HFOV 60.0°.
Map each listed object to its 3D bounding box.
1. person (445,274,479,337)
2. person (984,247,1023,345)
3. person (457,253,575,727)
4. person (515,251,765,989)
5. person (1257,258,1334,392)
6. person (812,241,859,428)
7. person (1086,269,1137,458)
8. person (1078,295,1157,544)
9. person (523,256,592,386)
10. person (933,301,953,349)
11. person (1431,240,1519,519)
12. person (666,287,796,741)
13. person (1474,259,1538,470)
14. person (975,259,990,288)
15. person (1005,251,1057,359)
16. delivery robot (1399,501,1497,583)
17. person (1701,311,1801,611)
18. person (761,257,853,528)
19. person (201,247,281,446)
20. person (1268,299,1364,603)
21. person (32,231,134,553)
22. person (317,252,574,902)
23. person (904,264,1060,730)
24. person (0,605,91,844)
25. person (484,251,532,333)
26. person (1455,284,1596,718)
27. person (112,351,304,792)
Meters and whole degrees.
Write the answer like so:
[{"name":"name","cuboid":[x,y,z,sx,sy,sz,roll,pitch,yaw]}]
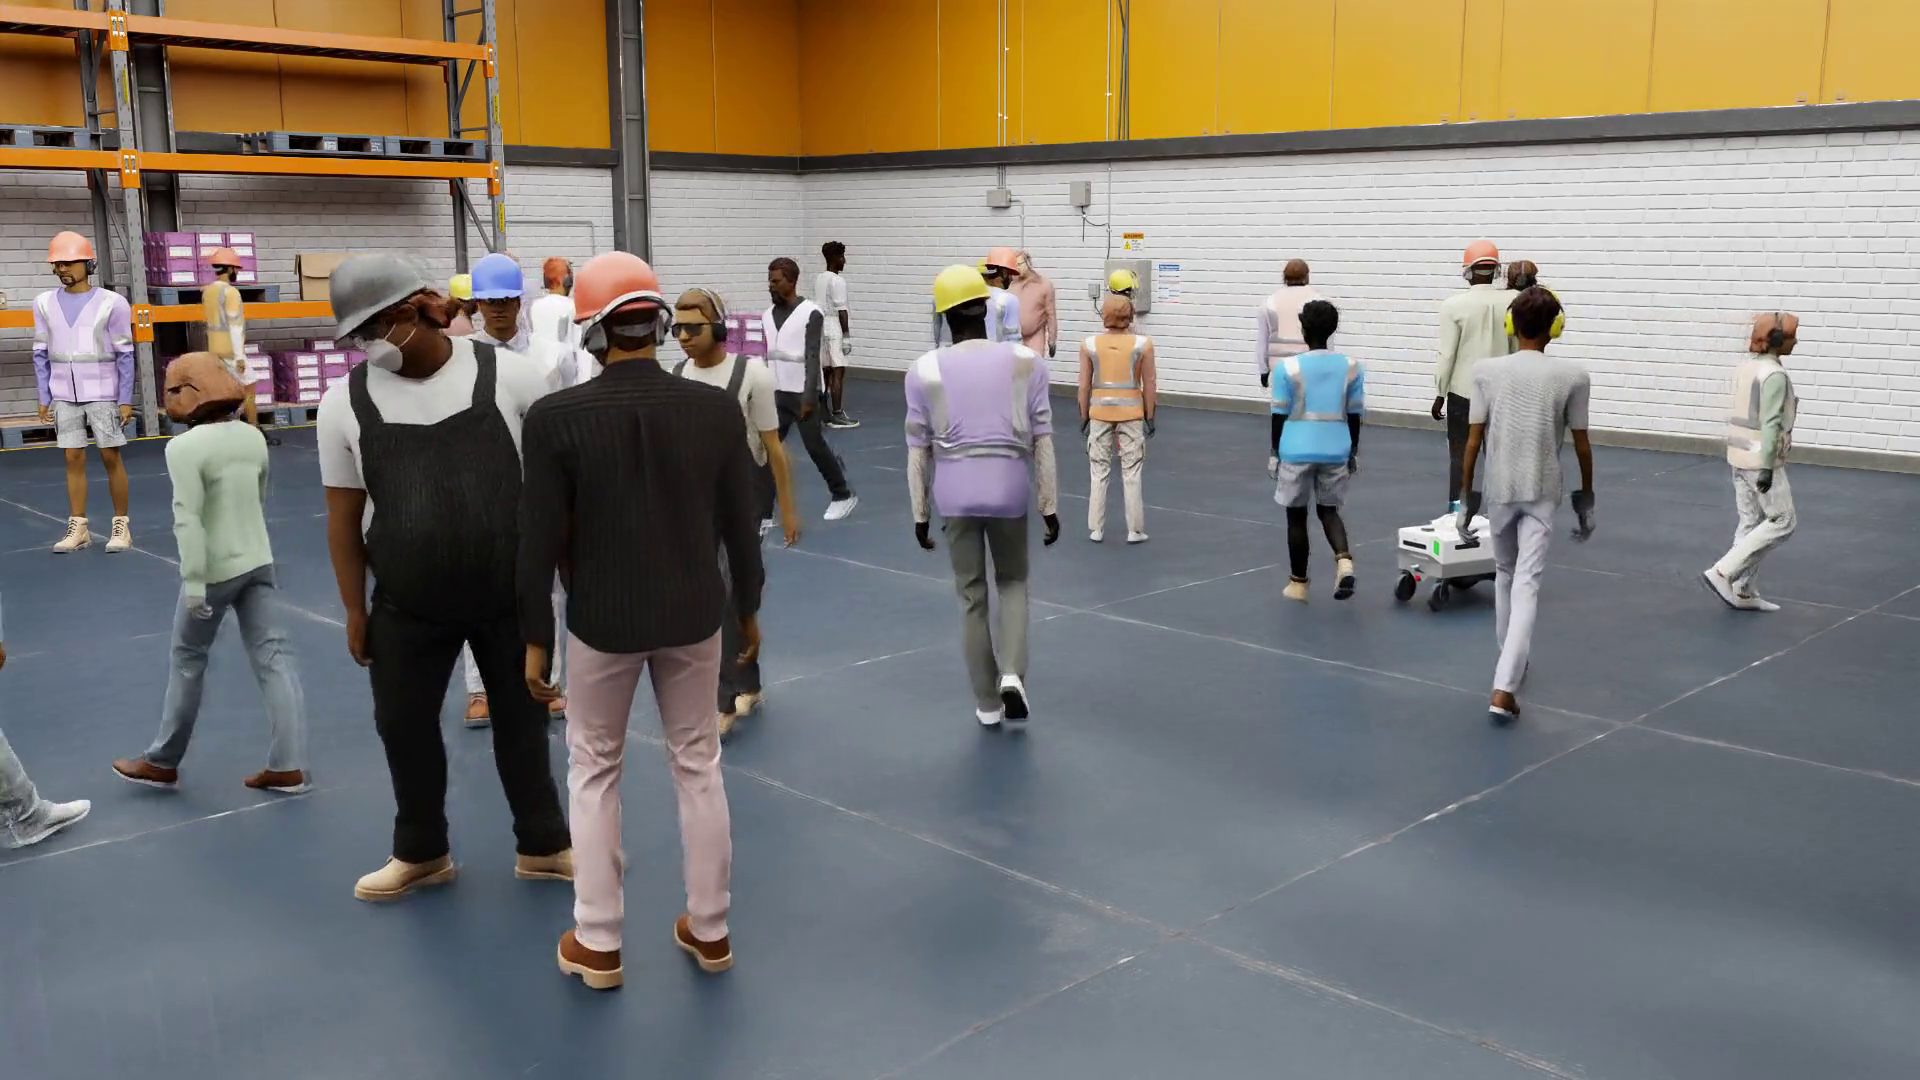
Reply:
[{"name":"person","cuboid":[-3.634,-1.066,12.155,0.440,1.746,0.571,-2,11,-11]},{"name":"person","cuboid":[0.307,-1.312,13.011,0.373,1.928,0.543,-10,14,-43]},{"name":"person","cuboid":[-1.876,-0.202,6.896,0.614,1.946,0.388,-4,11,-22]},{"name":"person","cuboid":[-0.862,0.218,4.537,0.678,1.982,0.428,-4,11,-22]},{"name":"person","cuboid":[2.830,-1.458,14.064,0.650,1.830,0.444,4,11,19]},{"name":"person","cuboid":[-1.331,-2.170,17.579,0.367,1.966,0.607,-7,13,-34]},{"name":"person","cuboid":[1.395,-1.570,14.976,0.441,1.722,0.647,4,11,19]},{"name":"person","cuboid":[1.031,-0.784,10.923,0.523,1.636,0.310,2,11,13]},{"name":"person","cuboid":[-2.837,-1.090,11.942,0.597,1.869,0.409,6,12,30]},{"name":"person","cuboid":[-0.039,-2.214,18.761,0.533,1.616,0.535,5,11,24]},{"name":"person","cuboid":[3.428,-0.985,11.046,0.623,1.989,0.399,-2,11,-9]},{"name":"person","cuboid":[-1.004,-0.099,6.713,0.544,1.810,0.776,5,11,24]},{"name":"person","cuboid":[4.576,-1.424,13.892,0.669,1.826,0.641,1,10,5]},{"name":"person","cuboid":[0.393,-2.443,19.675,0.550,1.737,0.528,-10,14,-43]},{"name":"person","cuboid":[0.672,-2.104,17.537,0.656,1.846,1.016,3,11,15]},{"name":"delivery robot","cuboid":[2.777,0.026,9.202,0.707,0.478,0.477,-5,12,-27]},{"name":"person","cuboid":[4.256,-0.401,8.861,0.392,1.625,0.529,1,10,7]},{"name":"person","cuboid":[-1.133,-1.030,11.619,0.604,1.881,0.966,9,14,40]},{"name":"person","cuboid":[-6.918,-1.796,15.699,0.556,1.913,0.799,8,13,36]},{"name":"person","cuboid":[1.939,-0.459,9.035,0.535,1.685,0.452,-2,11,-11]},{"name":"person","cuboid":[-5.574,-0.927,10.593,0.608,2.044,0.371,-1,10,-4]},{"name":"person","cuboid":[-1.457,0.104,4.975,0.822,2.000,0.534,-3,11,-15]},{"name":"person","cuboid":[0.088,-0.165,6.809,0.630,1.901,0.424,0,10,-2]},{"name":"person","cuboid":[-3.226,0.252,5.175,0.544,1.681,0.913,6,12,29]},{"name":"person","cuboid":[-4.913,-2.209,18.126,1.015,1.866,0.649,-10,14,-44]},{"name":"person","cuboid":[2.436,-0.174,7.143,0.544,1.814,0.995,5,12,27]},{"name":"person","cuboid":[-2.748,0.126,6.042,0.757,1.604,0.511,3,11,18]}]
